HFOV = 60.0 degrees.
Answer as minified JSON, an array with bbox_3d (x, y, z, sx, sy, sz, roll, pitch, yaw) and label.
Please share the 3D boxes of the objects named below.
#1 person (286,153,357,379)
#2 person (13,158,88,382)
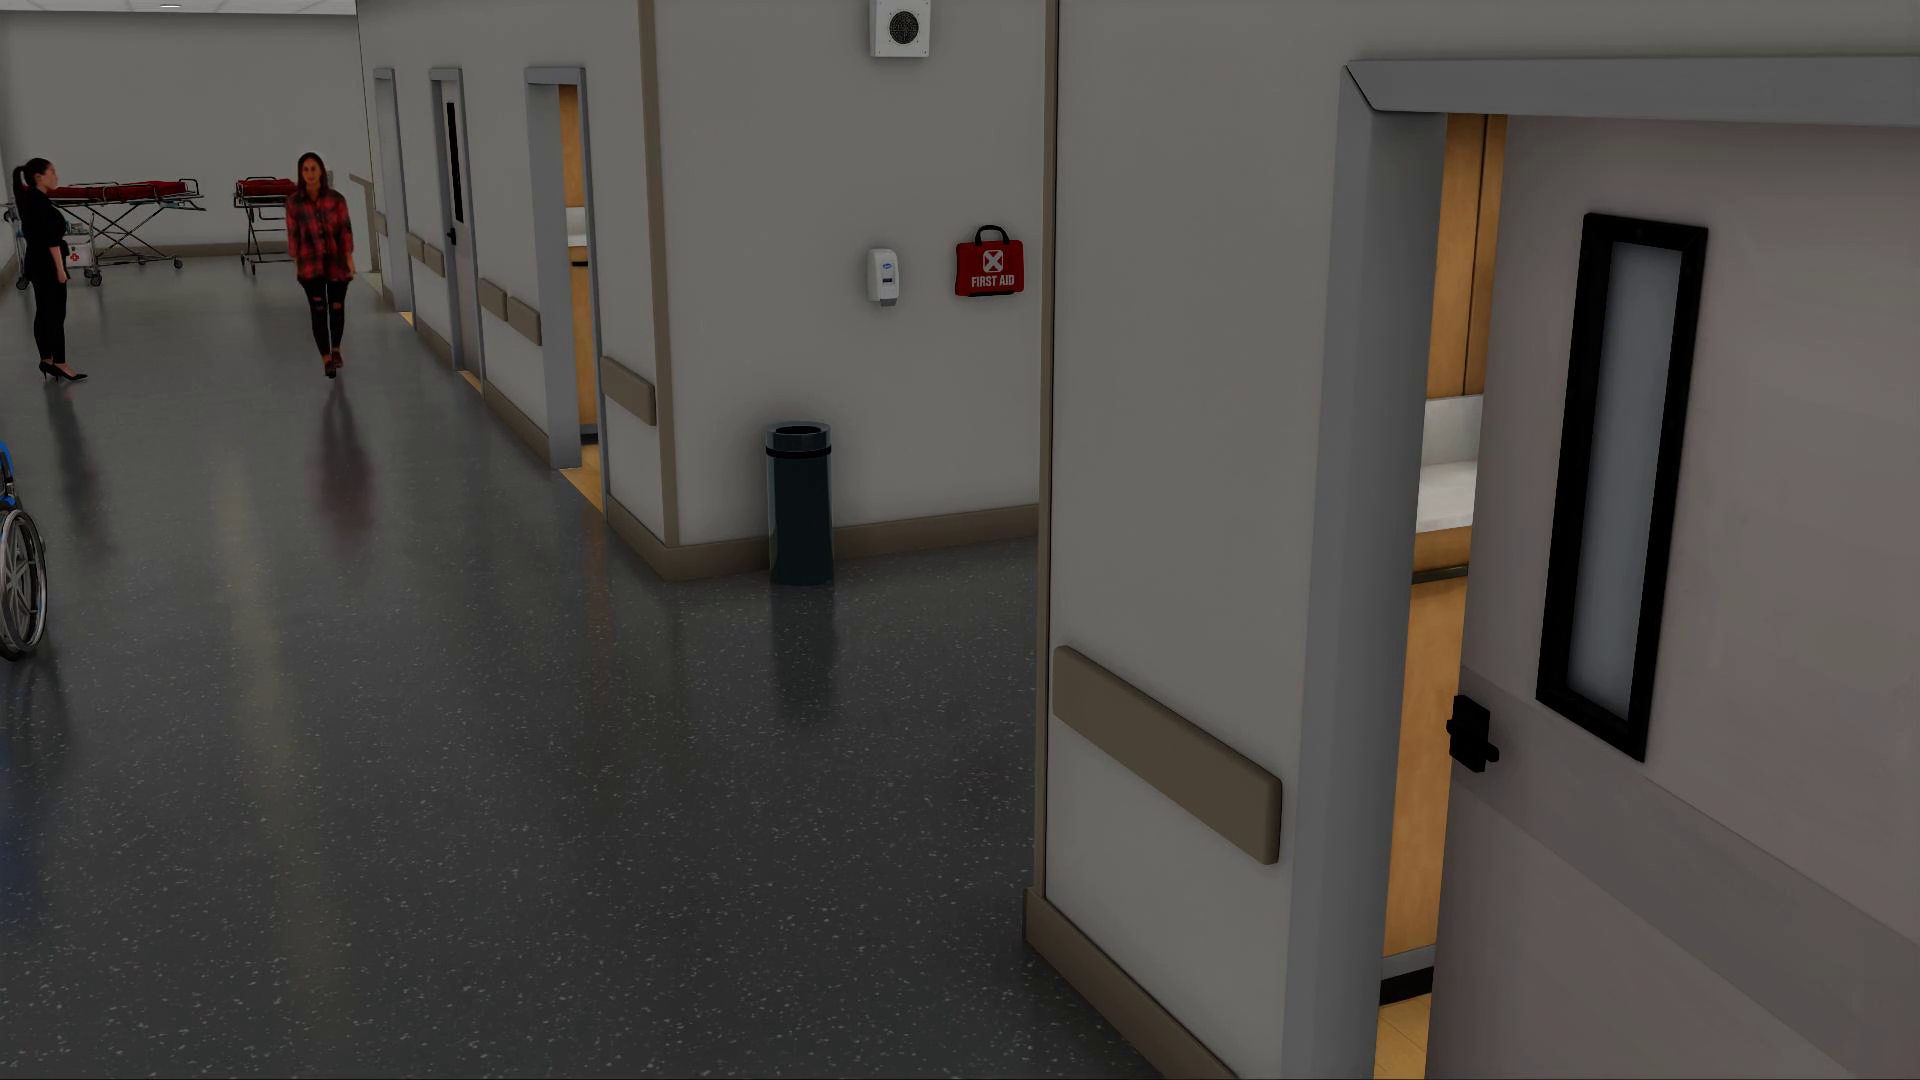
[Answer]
[{"bbox_3d":[-4.865,-2.081,12.750,0.611,1.656,1.072,-7,17,-25],"label":"person"},{"bbox_3d":[-6.951,-2.055,12.649,0.609,1.660,0.736,14,21,40],"label":"person"}]
